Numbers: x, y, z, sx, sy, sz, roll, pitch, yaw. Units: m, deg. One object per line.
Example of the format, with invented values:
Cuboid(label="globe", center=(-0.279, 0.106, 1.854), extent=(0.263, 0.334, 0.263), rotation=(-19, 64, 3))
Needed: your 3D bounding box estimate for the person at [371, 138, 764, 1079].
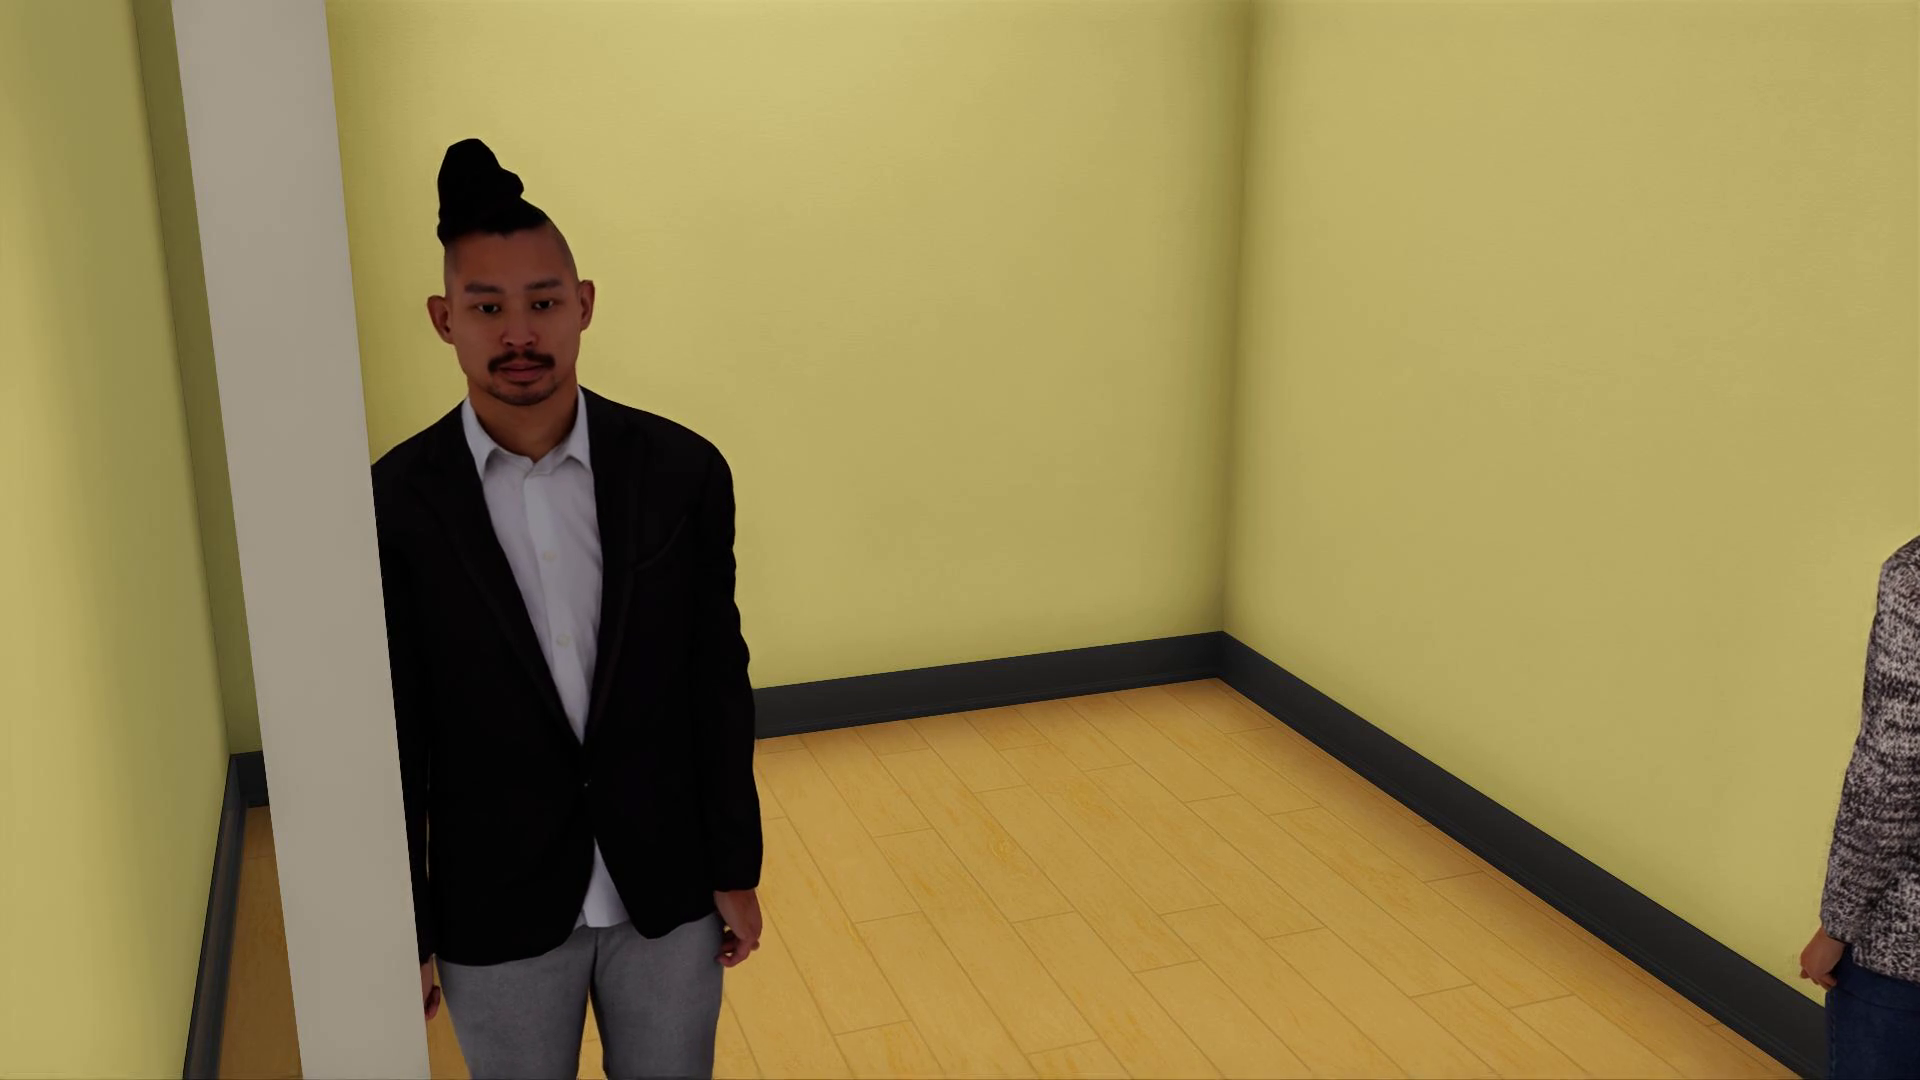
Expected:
Cuboid(label="person", center=(-0.549, 0.434, 2.340), extent=(0.521, 1.951, 0.767), rotation=(-6, 17, -21))
